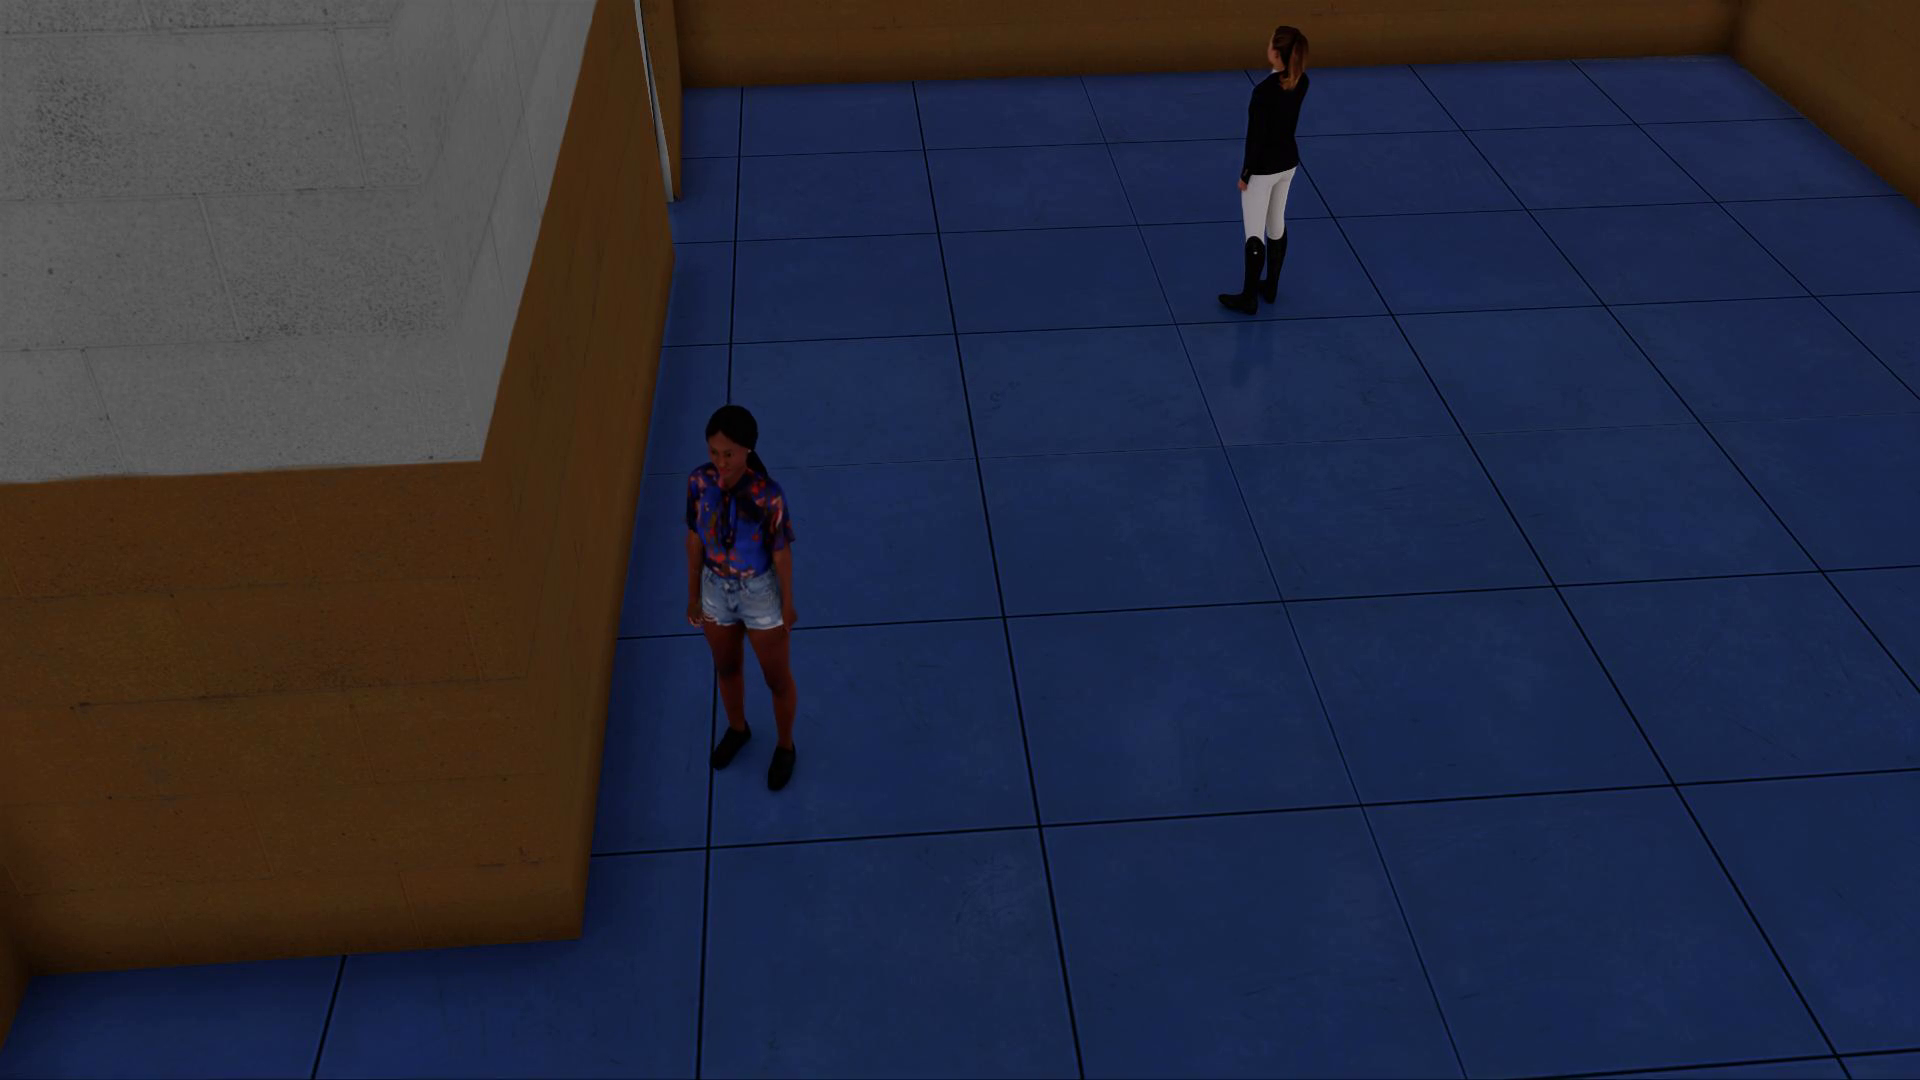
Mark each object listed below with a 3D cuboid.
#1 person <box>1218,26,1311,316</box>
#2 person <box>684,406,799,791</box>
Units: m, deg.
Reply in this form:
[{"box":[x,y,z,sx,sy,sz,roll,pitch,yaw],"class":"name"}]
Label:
[{"box":[1.795,-2.140,9.674,0.655,1.729,0.728,-29,46,-33],"class":"person"},{"box":[-0.838,0.222,6.527,0.612,1.745,0.731,13,39,17],"class":"person"}]
